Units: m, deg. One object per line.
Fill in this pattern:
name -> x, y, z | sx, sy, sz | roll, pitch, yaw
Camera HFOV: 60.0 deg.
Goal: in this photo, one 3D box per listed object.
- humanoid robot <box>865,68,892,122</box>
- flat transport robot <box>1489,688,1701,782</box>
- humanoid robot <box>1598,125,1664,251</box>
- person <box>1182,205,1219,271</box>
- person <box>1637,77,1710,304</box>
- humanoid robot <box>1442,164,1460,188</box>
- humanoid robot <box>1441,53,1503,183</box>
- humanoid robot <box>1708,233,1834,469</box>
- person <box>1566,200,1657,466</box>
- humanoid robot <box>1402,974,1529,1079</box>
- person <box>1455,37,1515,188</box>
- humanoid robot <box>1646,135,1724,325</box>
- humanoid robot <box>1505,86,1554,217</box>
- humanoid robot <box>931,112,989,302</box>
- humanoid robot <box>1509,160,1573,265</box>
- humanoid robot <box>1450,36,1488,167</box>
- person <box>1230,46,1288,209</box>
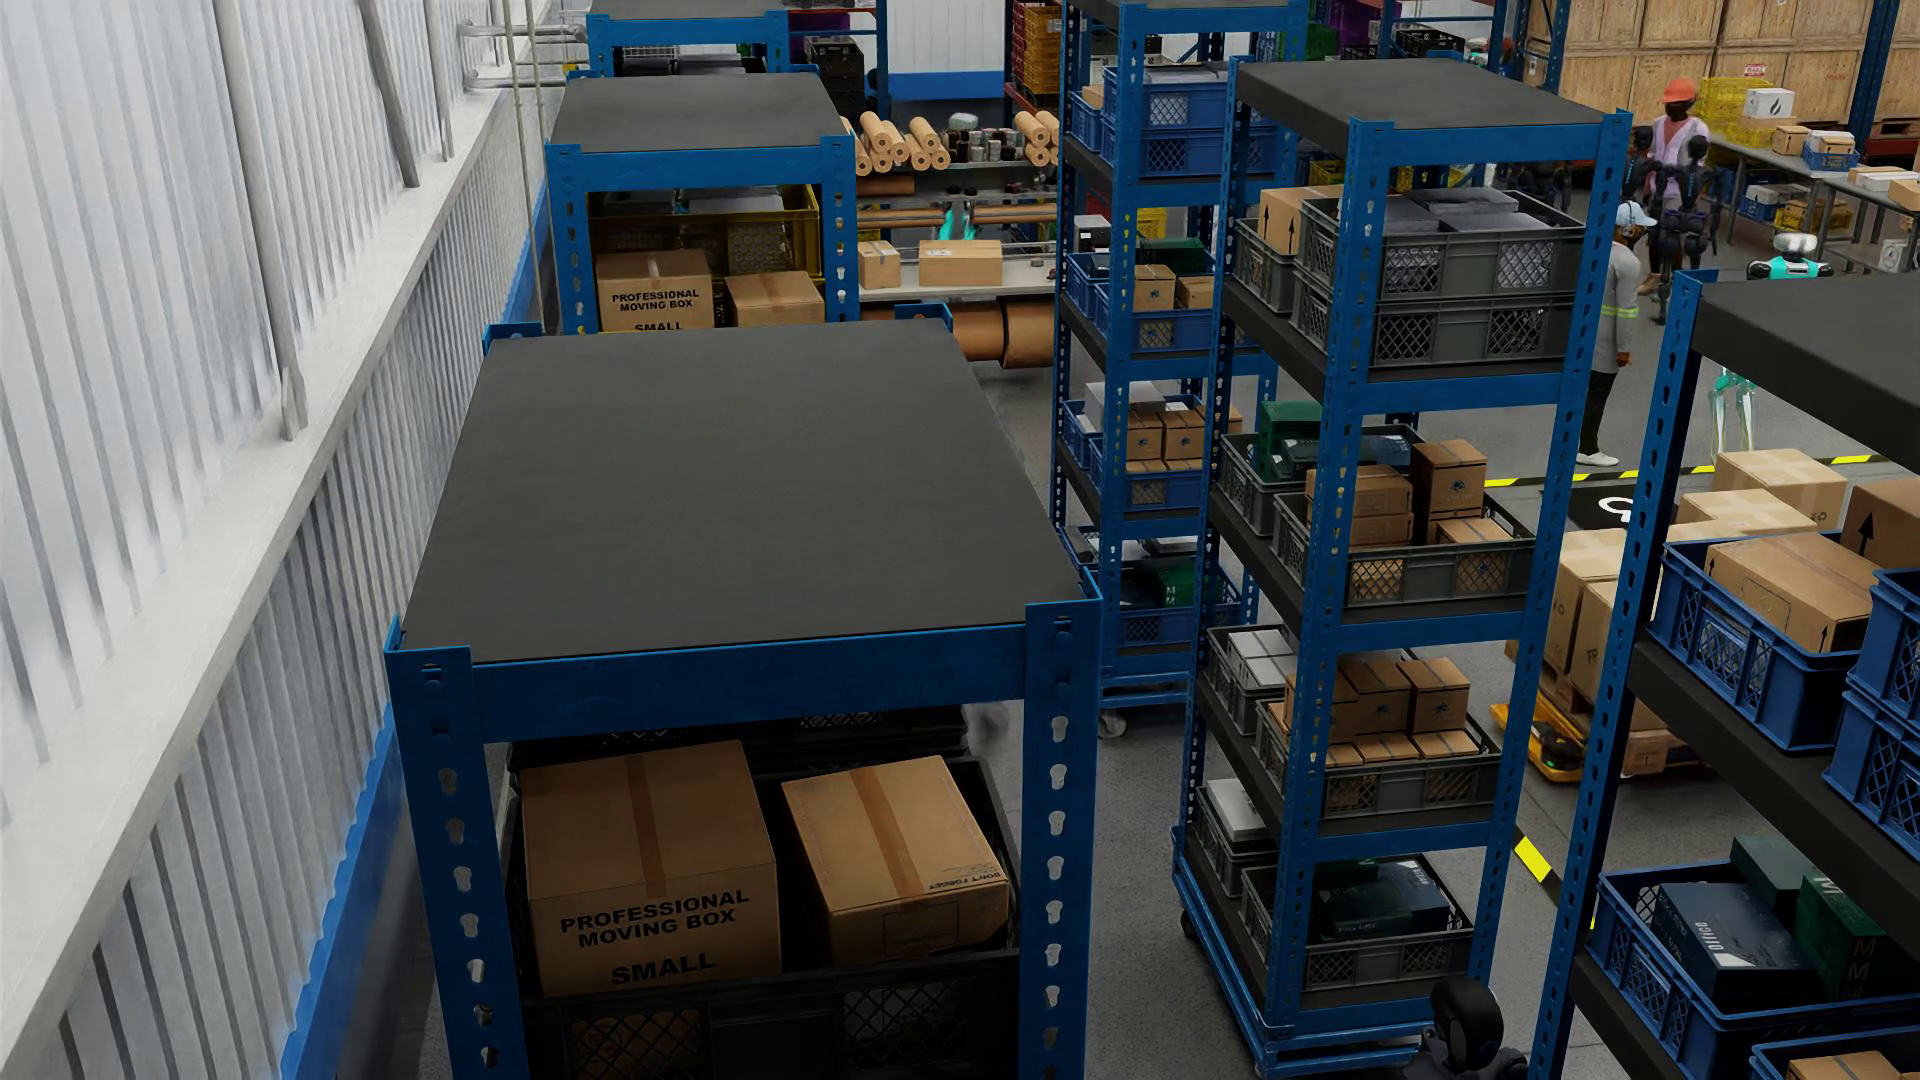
humanoid robot -> -0.937, -4.157, 17.648 | 0.394, 1.654, 0.598 | 14, 28, 28
flat transport robot -> 3.469, 0.896, 8.317 | 1.431, 0.197, 0.652 | -4, 25, -9
humanoid robot -> 5.890, -2.864, 14.857 | 0.611, 1.632, 0.470 | 16, 29, 30
person -> 2.365, -3.404, 15.833 | 0.431, 1.835, 0.622 | -14, 28, -28
person -> 6.415, -3.163, 15.098 | 0.467, 2.022, 0.611 | -12, 27, -25
humanoid robot -> 4.929, -3.921, 17.162 | 0.544, 1.867, 0.844 | -5, 25, -10
humanoid robot -> 5.439, -4.439, 18.247 | 0.821, 1.804, 0.536 | 19, 31, 35
humanoid robot -> 5.371, -1.306, 11.215 | 0.533, 1.681, 0.735 | 1, 25, 2
person -> 4.483, -1.430, 11.512 | 0.398, 1.850, 0.595 | -5, 25, -11
humanoid robot -> 1.278, 1.867, 4.537 | 0.599, 1.657, 0.315 | -11, 27, -22
person -> 5.859, -4.621, 18.431 | 0.491, 1.873, 0.589 | 5, 25, 11
humanoid robot -> 6.302, -2.691, 14.467 | 0.584, 1.653, 0.335 | 11, 27, 23
humanoid robot -> 5.758, -3.716, 16.702 | 0.589, 1.632, 0.463 | -16, 29, -30
humanoid robot -> -0.032, -2.750, 14.655 | 0.552, 1.908, 0.732 | 4, 25, 8
humanoid robot -> 5.275, -3.015, 15.184 | 0.599, 1.646, 0.591 | 2, 25, 5
humanoid robot -> 5.670, -4.827, 19.128 | 0.668, 1.879, 0.551 | 14, 28, 27
person -> 3.298, -4.494, 18.225 | 0.761, 1.798, 0.598 | -7, 26, -15
